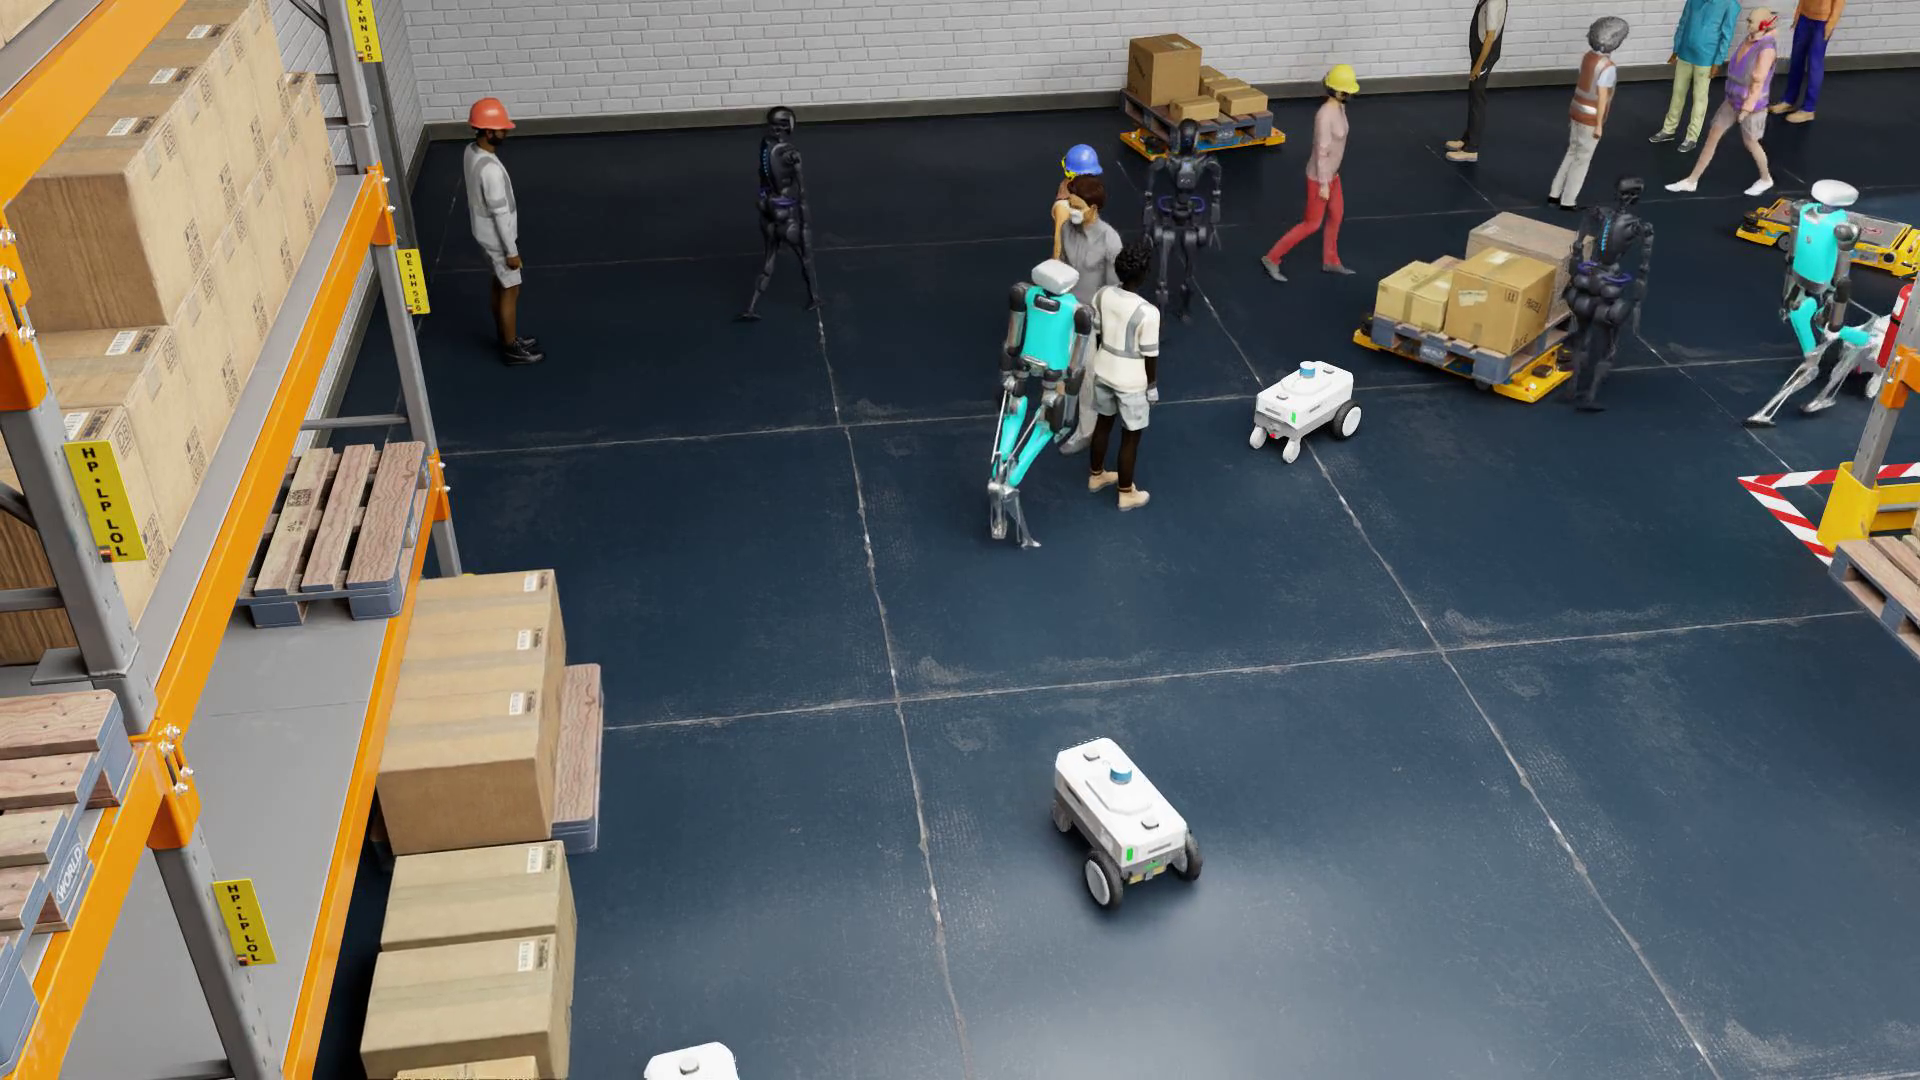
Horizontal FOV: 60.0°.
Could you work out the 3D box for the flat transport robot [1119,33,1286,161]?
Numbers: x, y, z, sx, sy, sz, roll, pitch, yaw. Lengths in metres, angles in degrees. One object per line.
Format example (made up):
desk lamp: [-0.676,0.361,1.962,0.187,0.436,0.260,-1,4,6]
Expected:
flat transport robot: [2.301,-3.860,15.768,1.431,0.231,0.659,-12,35,-18]

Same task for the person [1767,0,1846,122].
person: [8.261,-5.055,16.048,0.405,1.972,0.516,-10,34,-15]

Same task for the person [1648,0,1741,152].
person: [6.818,-4.494,15.379,0.325,1.751,0.562,-19,37,-26]

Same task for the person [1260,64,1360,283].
person: [2.755,-2.822,12.841,0.698,1.747,0.561,11,35,16]

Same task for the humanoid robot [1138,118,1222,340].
humanoid robot: [1.595,-2.280,12.086,0.616,1.659,0.524,0,33,0]

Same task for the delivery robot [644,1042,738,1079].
delivery robot: [-0.946,2.239,6.133,0.499,0.566,0.742,-9,34,-14]

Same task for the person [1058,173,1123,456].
person: [0.869,-1.485,10.664,0.641,1.871,0.586,-28,43,-36]

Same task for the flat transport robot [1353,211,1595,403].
flat transport robot: [3.636,-1.392,11.985,1.431,0.231,0.659,27,42,35]

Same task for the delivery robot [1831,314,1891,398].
delivery robot: [6.548,-1.361,11.673,0.768,0.591,0.499,-17,37,-24]

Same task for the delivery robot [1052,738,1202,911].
delivery robot: [0.731,1.262,7.644,0.499,0.581,0.778,-15,36,-22]

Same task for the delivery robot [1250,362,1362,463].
delivery robot: [2.263,-0.894,10.949,0.774,0.581,0.499,-29,43,-36]

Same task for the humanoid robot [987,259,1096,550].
humanoid robot: [0.371,-0.695,9.570,0.571,1.763,0.725,18,37,25]

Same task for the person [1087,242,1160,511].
person: [0.993,-0.988,10.067,0.320,1.694,0.534,-22,39,-30]

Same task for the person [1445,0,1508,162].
person: [4.721,-4.371,15.109,0.346,1.846,0.506,9,34,13]

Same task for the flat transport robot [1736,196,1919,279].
flat transport robot: [7.232,-2.497,13.678,1.431,0.231,0.659,23,40,31]

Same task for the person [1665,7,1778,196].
person: [6.787,-3.772,14.371,0.897,1.643,0.504,-4,33,-6]

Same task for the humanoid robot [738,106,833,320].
humanoid robot: [-1.345,-2.402,12.307,0.771,1.649,0.609,-24,40,-32]

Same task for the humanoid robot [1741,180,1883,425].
humanoid robot: [5.710,-1.520,10.860,0.939,1.756,0.534,-9,34,-14]

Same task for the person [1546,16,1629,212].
person: [5.293,-3.573,14.046,0.378,1.675,0.453,-5,33,-7]

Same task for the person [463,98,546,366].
person: [-3.193,-2.132,11.611,0.387,1.924,0.547,-17,37,-24]

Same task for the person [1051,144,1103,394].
person: [0.785,-1.820,11.258,0.323,1.777,0.473,18,37,25]

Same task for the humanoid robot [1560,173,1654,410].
humanoid robot: [4.283,-1.660,11.118,0.314,1.655,0.602,-23,39,-31]
